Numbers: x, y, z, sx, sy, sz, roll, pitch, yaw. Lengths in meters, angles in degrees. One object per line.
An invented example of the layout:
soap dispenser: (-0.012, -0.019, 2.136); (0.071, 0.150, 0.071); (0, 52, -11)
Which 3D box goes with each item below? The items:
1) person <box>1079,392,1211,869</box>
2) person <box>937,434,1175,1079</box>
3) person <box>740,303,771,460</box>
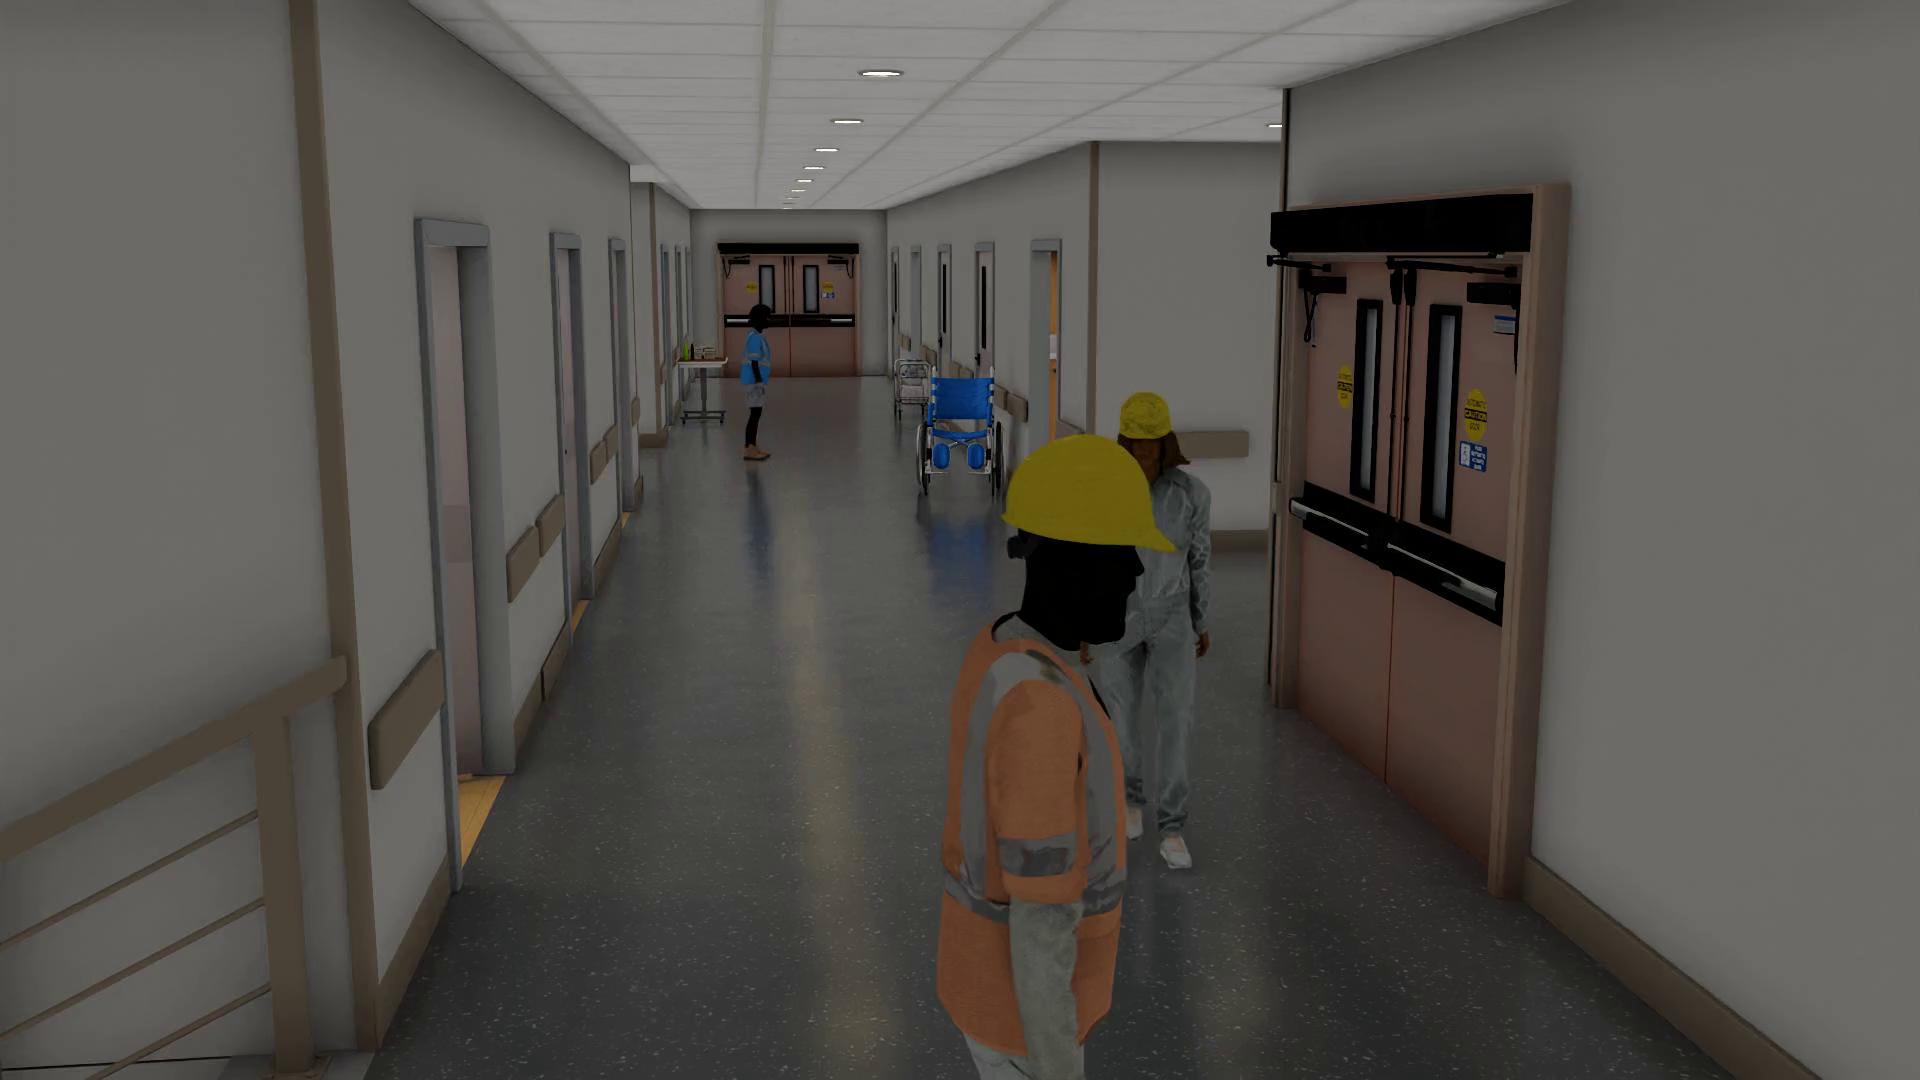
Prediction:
person: (0.672, 0.324, 6.067); (0.511, 1.709, 0.769); (0, 10, 2)
person: (0.160, 0.772, 2.899); (0.399, 1.918, 0.587); (0, 10, 0)
person: (-2.208, -1.711, 18.008); (0.324, 1.689, 0.548); (0, 10, 1)
